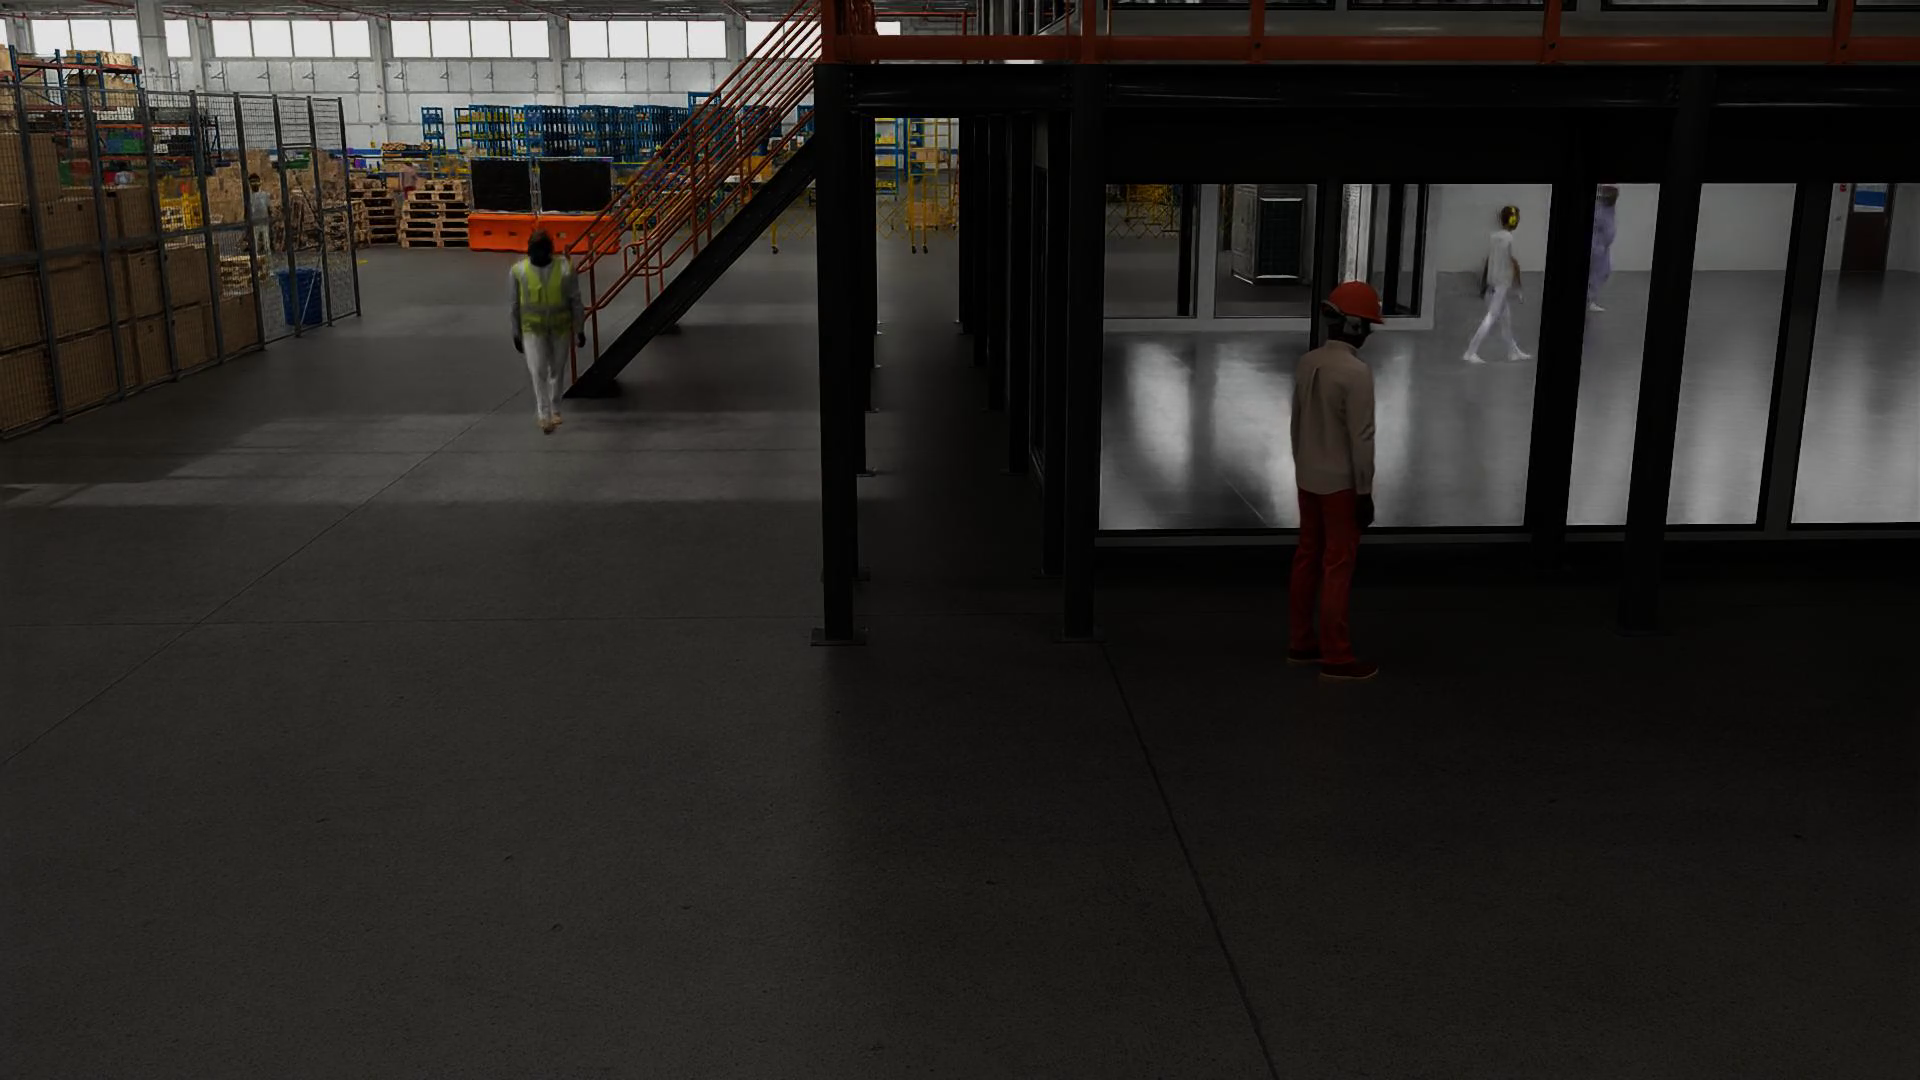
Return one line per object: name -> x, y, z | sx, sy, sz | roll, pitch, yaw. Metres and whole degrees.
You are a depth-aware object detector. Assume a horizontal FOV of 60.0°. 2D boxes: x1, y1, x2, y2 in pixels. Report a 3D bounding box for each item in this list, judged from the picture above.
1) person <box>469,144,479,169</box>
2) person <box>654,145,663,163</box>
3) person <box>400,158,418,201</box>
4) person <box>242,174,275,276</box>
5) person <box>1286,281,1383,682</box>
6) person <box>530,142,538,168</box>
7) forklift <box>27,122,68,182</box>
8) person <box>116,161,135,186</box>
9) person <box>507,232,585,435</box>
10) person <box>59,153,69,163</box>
person -> -22.175, -17.222, 76.240 | 0.965, 1.847, 0.674 | 3, 14, 10
person -> -13.287, -16.445, 73.183 | 0.404, 1.833, 0.592 | -2, 14, -7
person -> -16.878, -10.830, 50.967 | 0.527, 1.725, 0.829 | -4, 15, -16
person -> -12.769, -5.728, 30.309 | 0.499, 1.861, 0.328 | -9, 17, -33
person -> 1.882, -0.288, 8.299 | 0.394, 1.985, 0.609 | -5, 15, -20
person -> -21.674, -19.354, 84.542 | 0.661, 1.971, 0.629 | -5, 15, -20
forklift -> -35.376, -14.773, 64.377 | 1.129, 2.768, 1.873 | -1, 14, -2
person -> -24.027, -10.073, 48.013 | 0.553, 1.672, 0.588 | 0, 14, -2
person -> -3.738, -1.885, 15.075 | 0.632, 1.795, 0.961 | -5, 15, -20
person -> -36.067, -14.767, 66.989 | 0.504, 1.580, 0.883 | 4, 15, 17
